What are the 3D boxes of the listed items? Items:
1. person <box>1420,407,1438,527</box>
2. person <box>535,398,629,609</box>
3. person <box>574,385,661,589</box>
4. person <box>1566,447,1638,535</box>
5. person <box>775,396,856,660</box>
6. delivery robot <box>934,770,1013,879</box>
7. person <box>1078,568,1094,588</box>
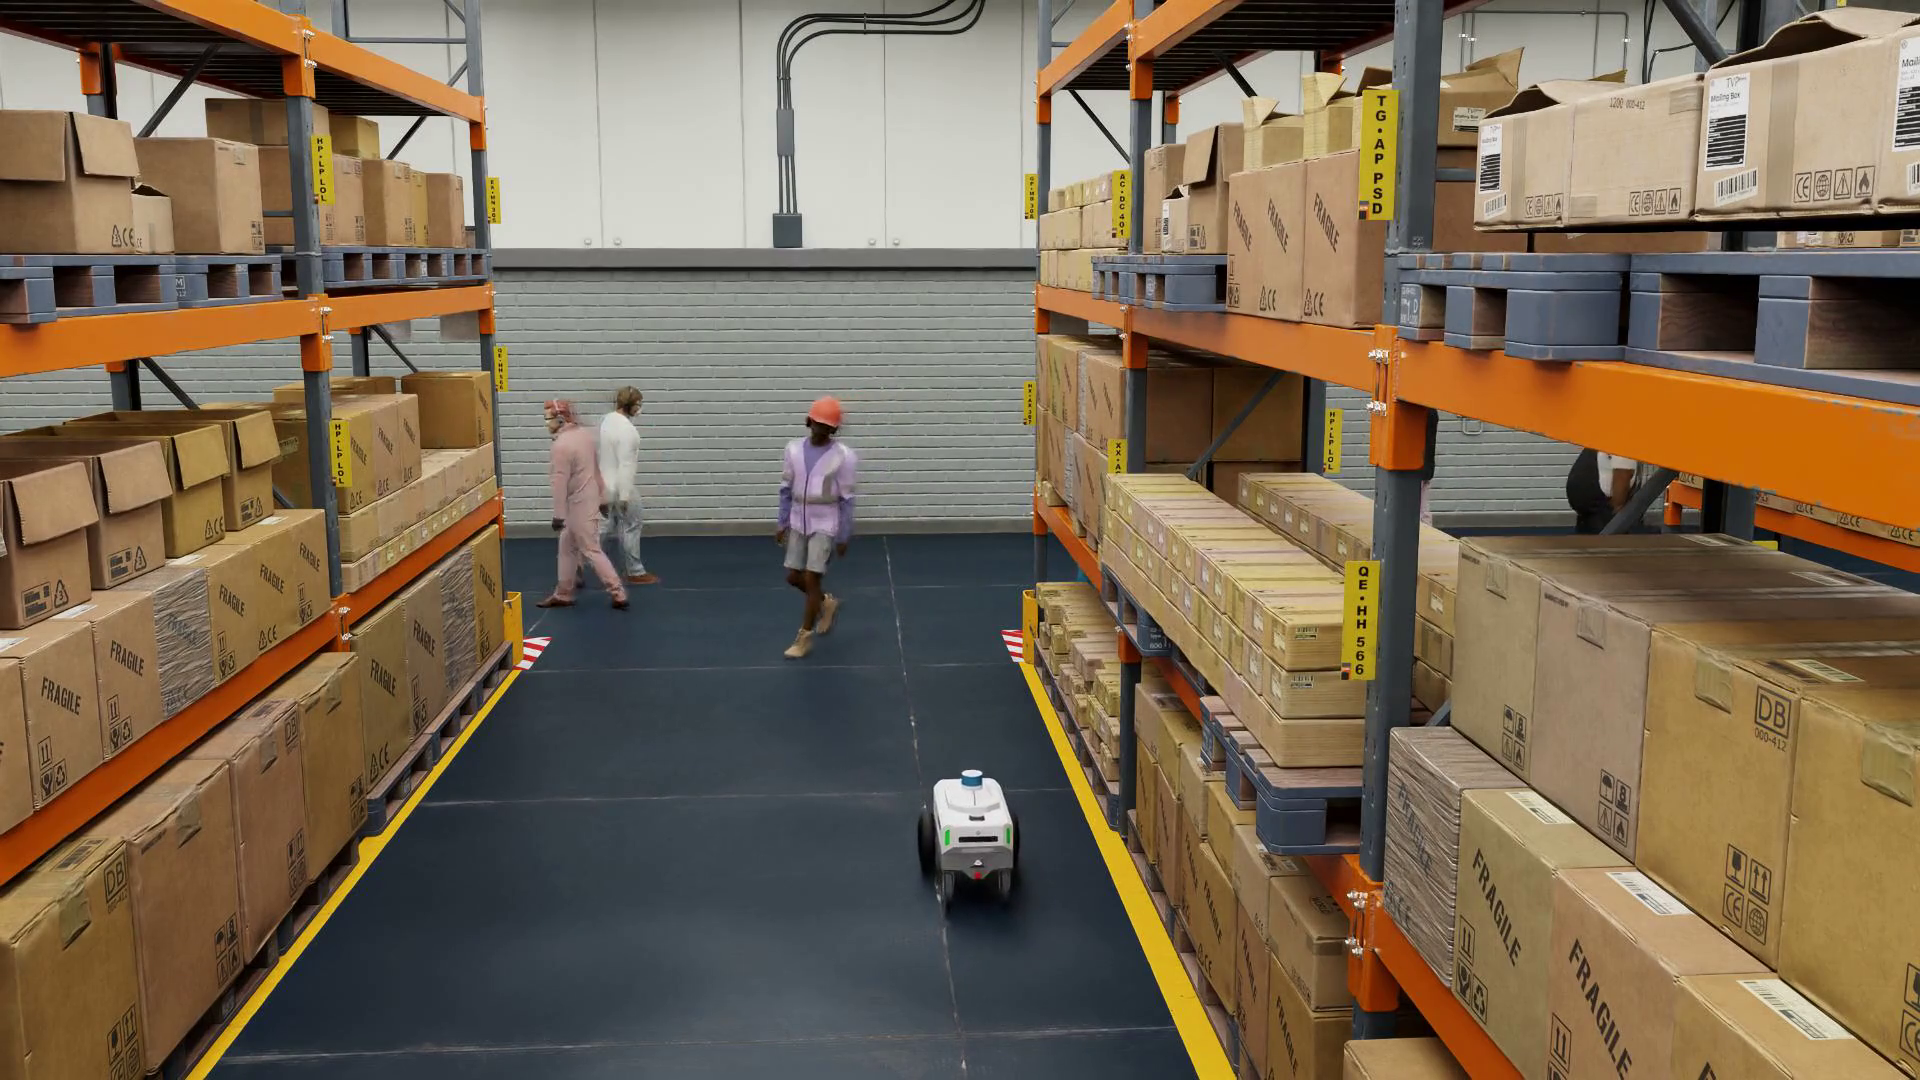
[{"bbox_3d":[4.301,-0.628,15.782,0.401,1.989,0.623,7,12,37],"label":"person"},{"bbox_3d":[-3.245,-0.300,14.305,0.833,1.851,0.662,0,10,-2],"label":"person"},{"bbox_3d":[-3.196,-0.470,15.187,0.892,1.894,0.689,-6,11,-31],"label":"person"},{"bbox_3d":[5.476,-0.332,13.897,0.819,2.000,0.690,1,10,8],"label":"person"},{"bbox_3d":[-1.063,-0.111,12.669,0.665,2.016,0.659,5,11,27],"label":"person"},{"bbox_3d":[0.058,1.357,8.045,0.477,0.478,0.707,-1,10,-4],"label":"delivery robot"},{"bbox_3d":[1.198,-0.189,13.773,0.629,1.810,0.572,4,11,25],"label":"person"}]
